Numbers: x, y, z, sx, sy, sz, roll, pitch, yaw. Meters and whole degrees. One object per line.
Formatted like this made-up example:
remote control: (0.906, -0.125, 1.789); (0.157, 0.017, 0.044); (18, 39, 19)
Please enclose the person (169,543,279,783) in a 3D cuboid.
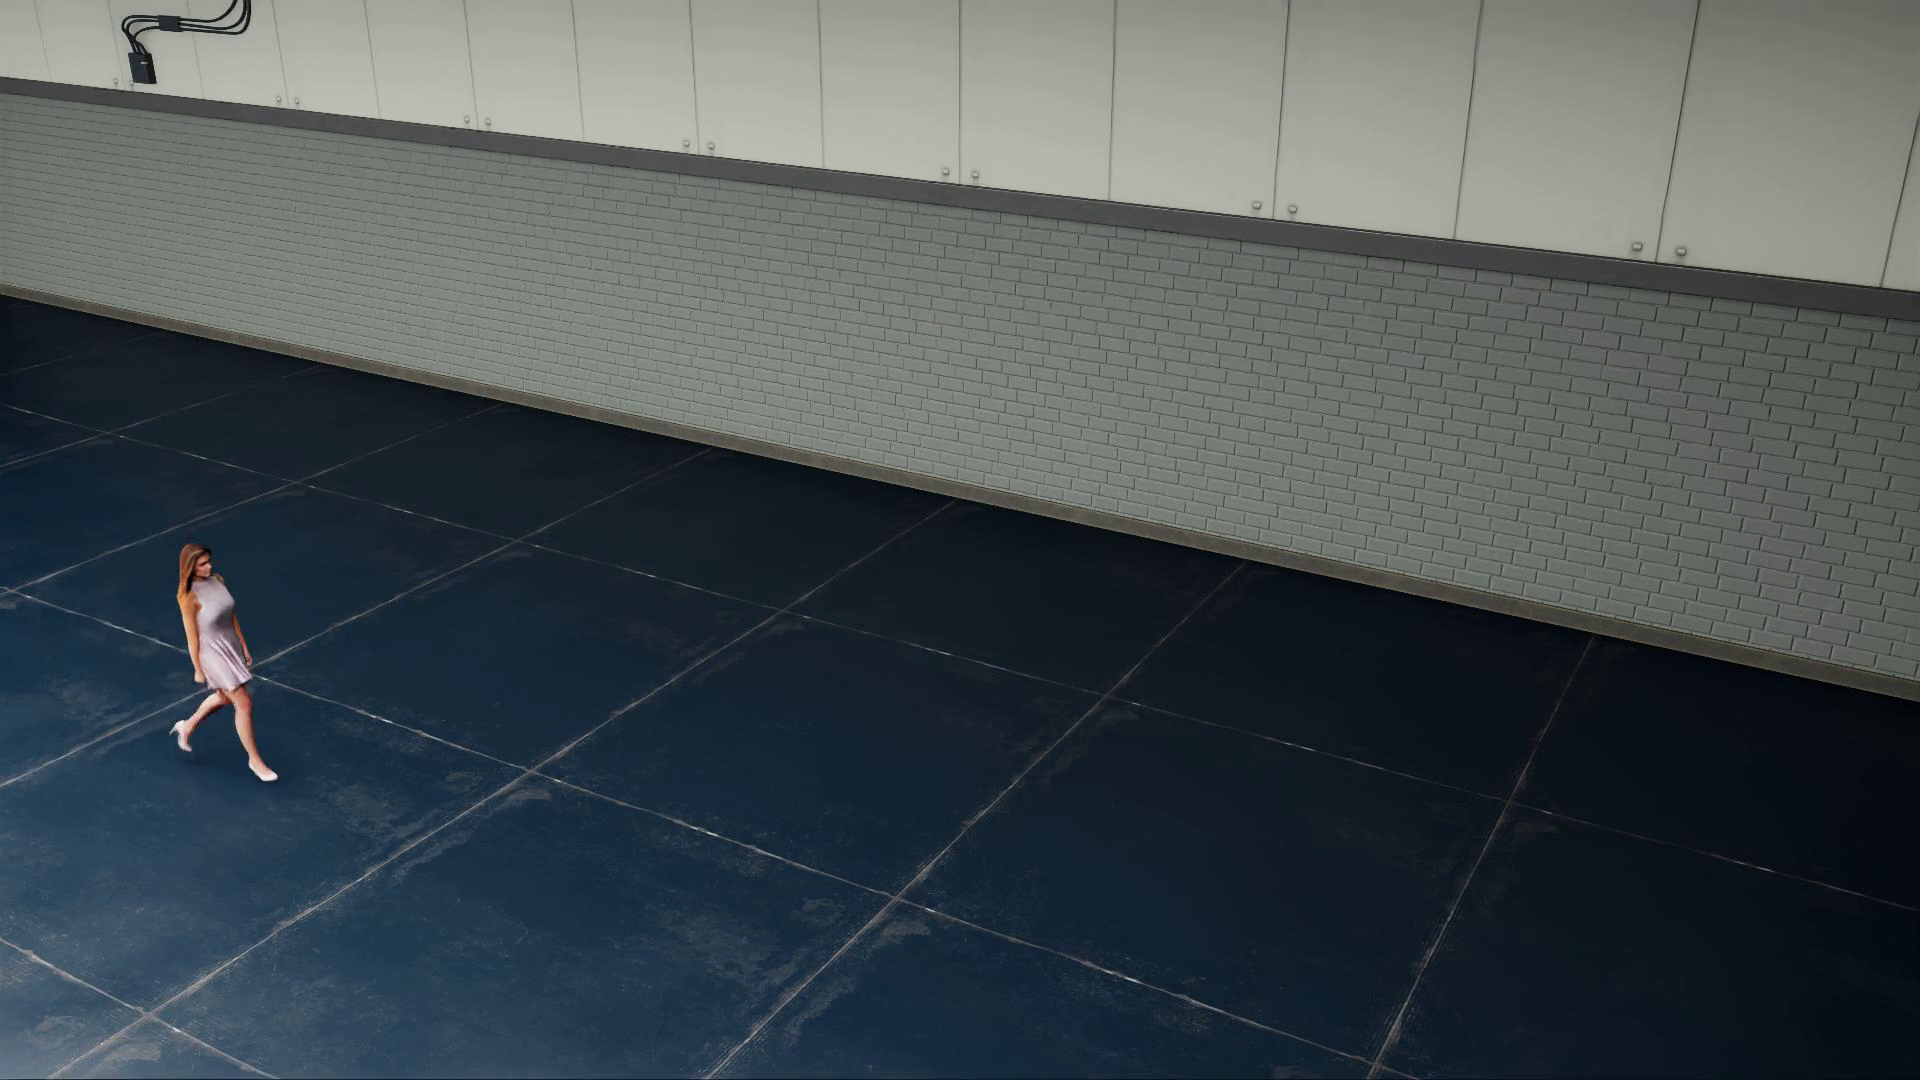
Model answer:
person: (-5.063, 0.816, 11.218); (0.829, 1.738, 1.072); (6, 24, 13)
